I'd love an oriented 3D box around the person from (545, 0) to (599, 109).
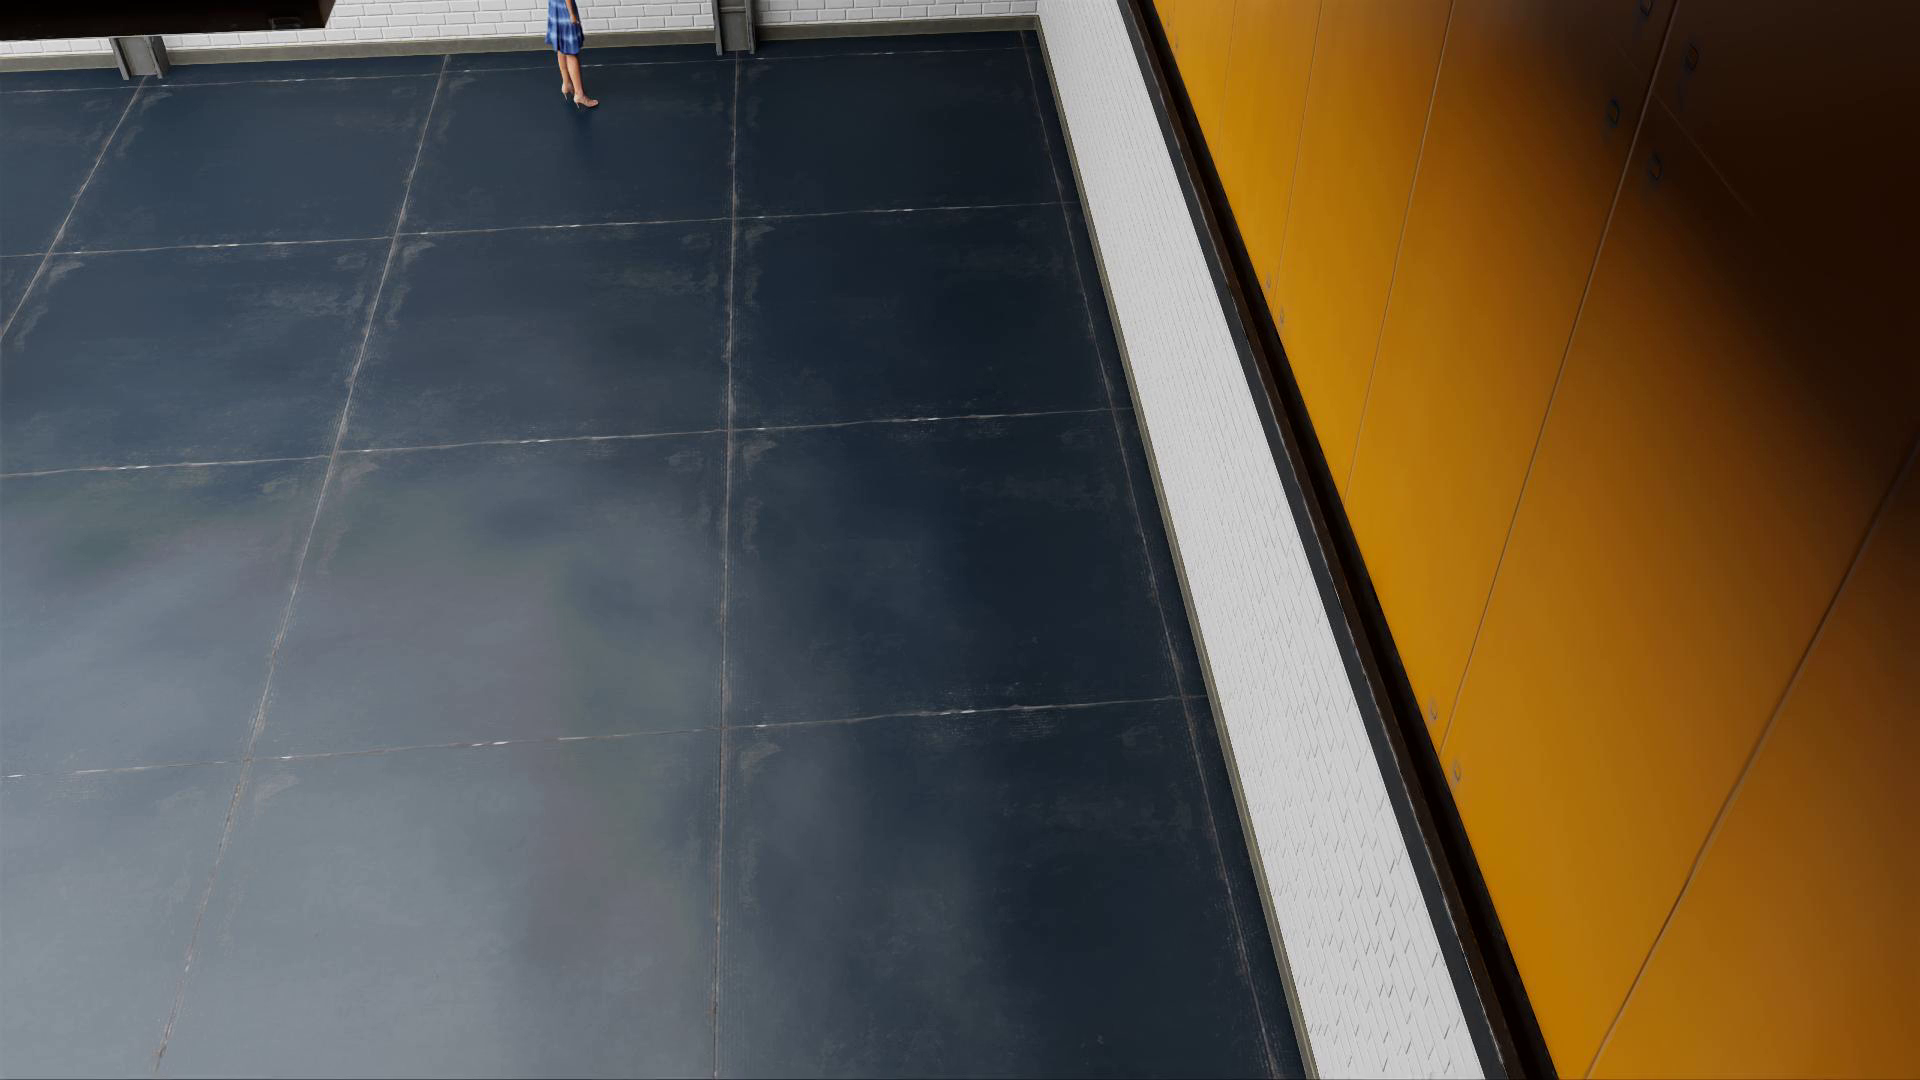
[{"bbox_3d":[-3.792,-5.027,15.950,0.750,1.808,0.753,-26,49,-25],"label":"person"}]
